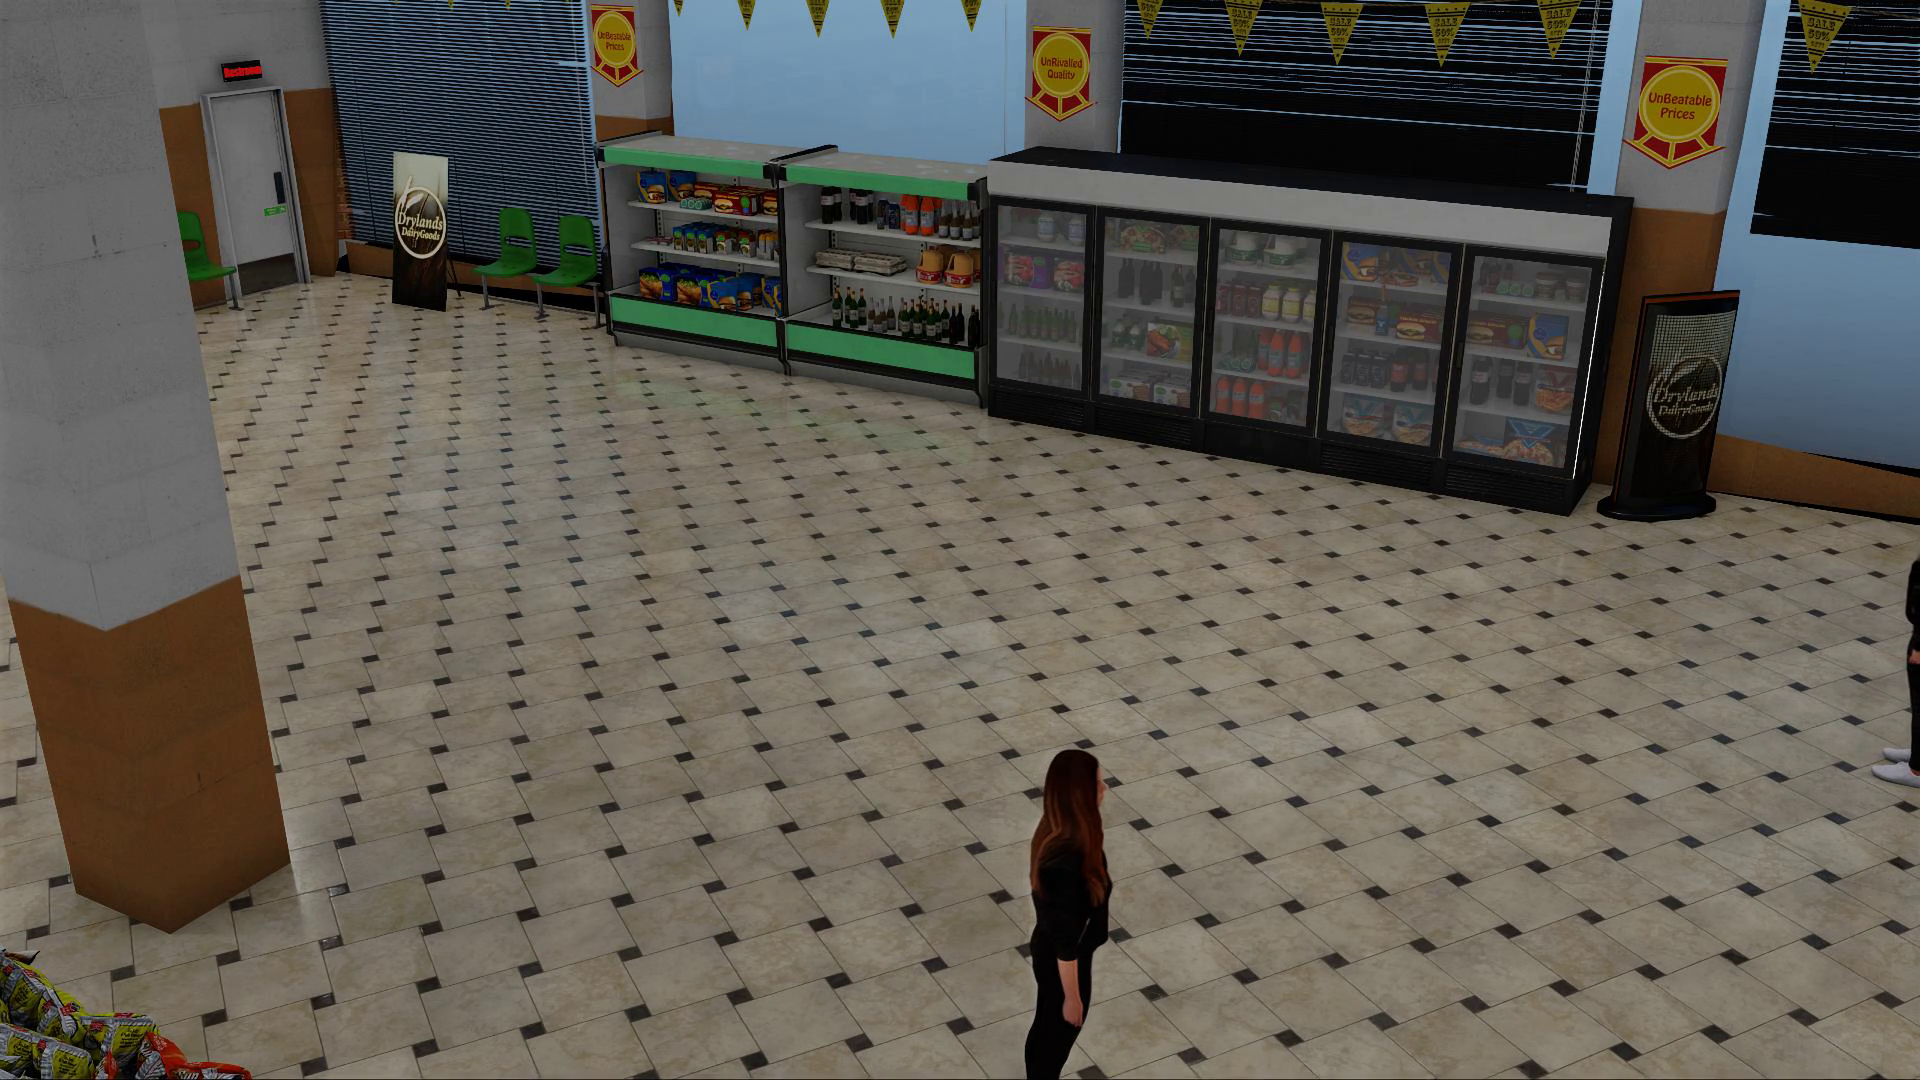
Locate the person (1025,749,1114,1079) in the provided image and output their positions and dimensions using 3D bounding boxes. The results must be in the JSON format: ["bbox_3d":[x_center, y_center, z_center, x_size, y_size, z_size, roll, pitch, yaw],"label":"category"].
[{"bbox_3d":[0.369,1.540,6.184,0.692,1.711,0.689,0,22,1],"label":"person"}]

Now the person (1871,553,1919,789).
[{"bbox_3d":[5.173,0.508,8.787,0.601,1.685,0.659,19,28,38],"label":"person"}]
